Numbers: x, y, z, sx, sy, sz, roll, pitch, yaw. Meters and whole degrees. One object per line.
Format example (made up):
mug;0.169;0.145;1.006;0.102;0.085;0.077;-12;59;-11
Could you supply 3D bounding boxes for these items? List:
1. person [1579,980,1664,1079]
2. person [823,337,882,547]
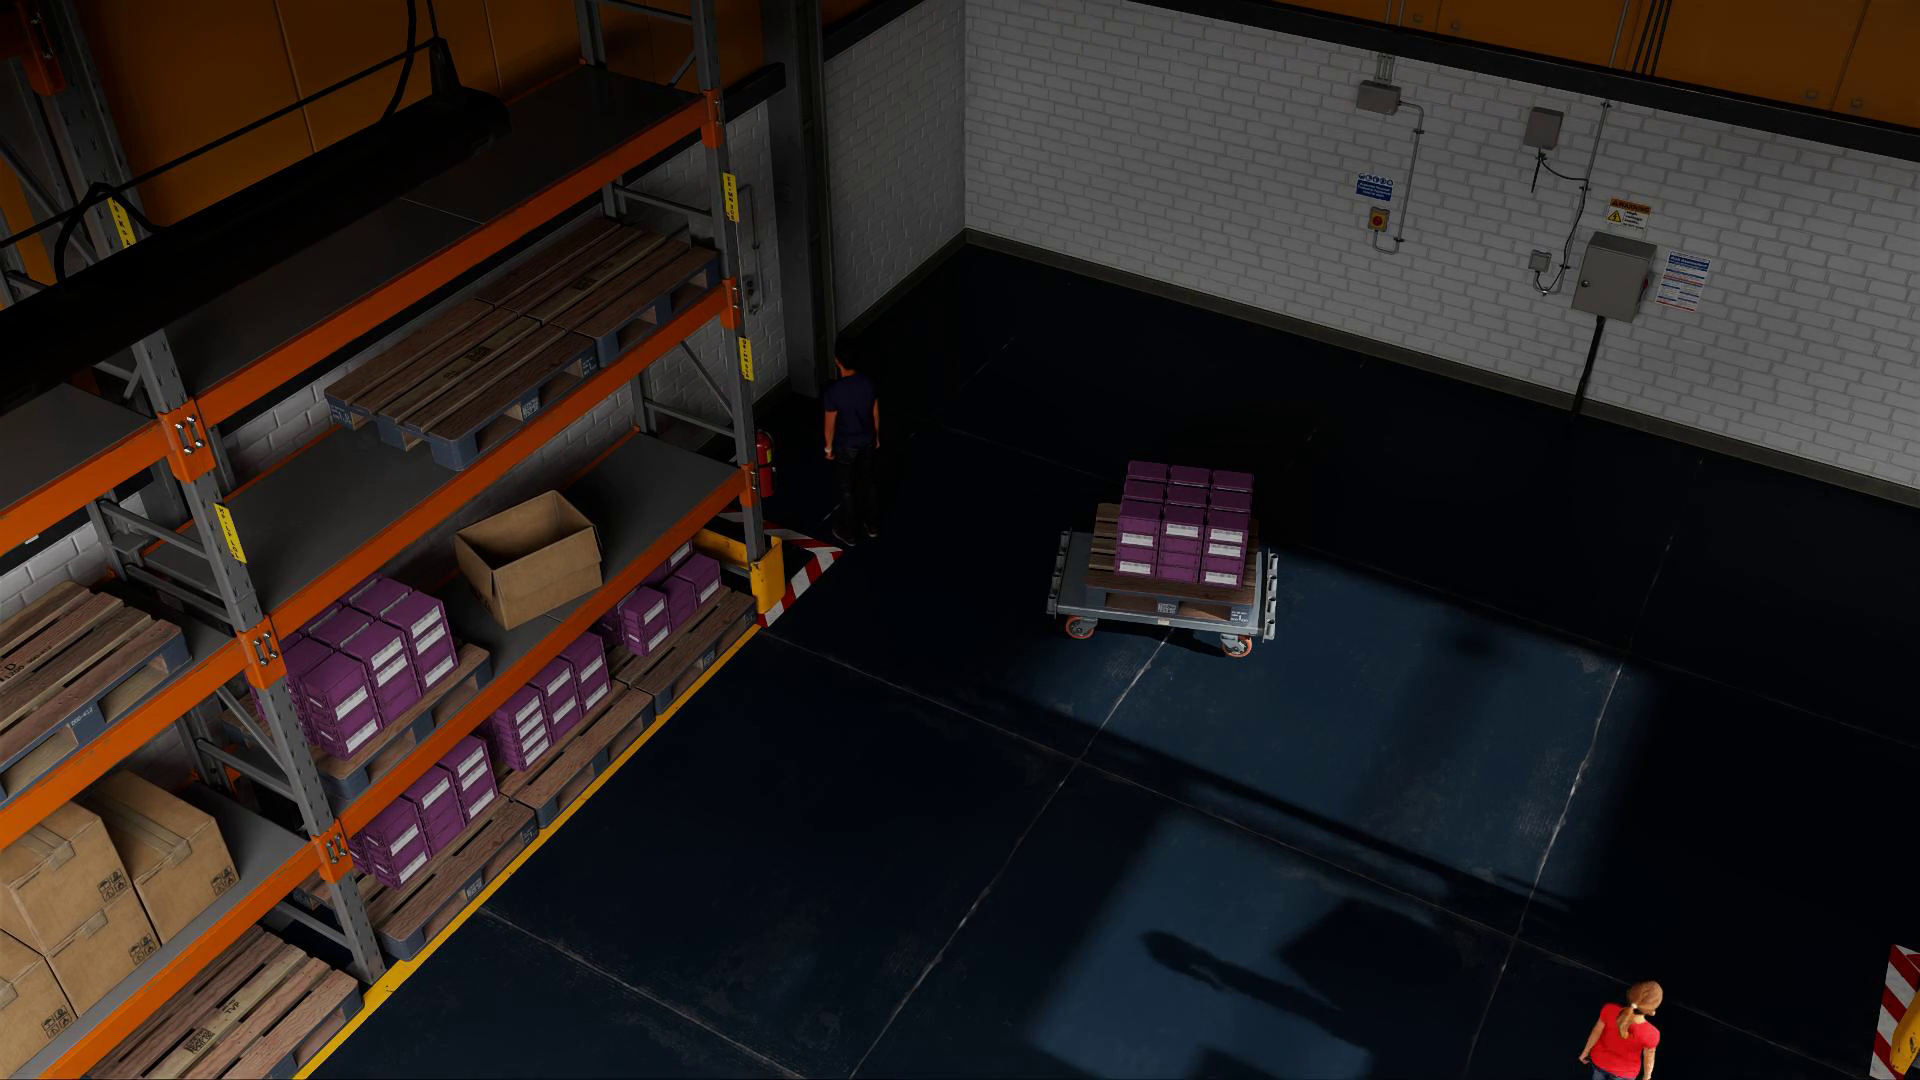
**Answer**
person;3.395;2.798;8.722;0.663;1.291;0.945;32;48;33
person;-0.809;-0.748;12.763;0.635;1.790;0.764;-21;43;-25
